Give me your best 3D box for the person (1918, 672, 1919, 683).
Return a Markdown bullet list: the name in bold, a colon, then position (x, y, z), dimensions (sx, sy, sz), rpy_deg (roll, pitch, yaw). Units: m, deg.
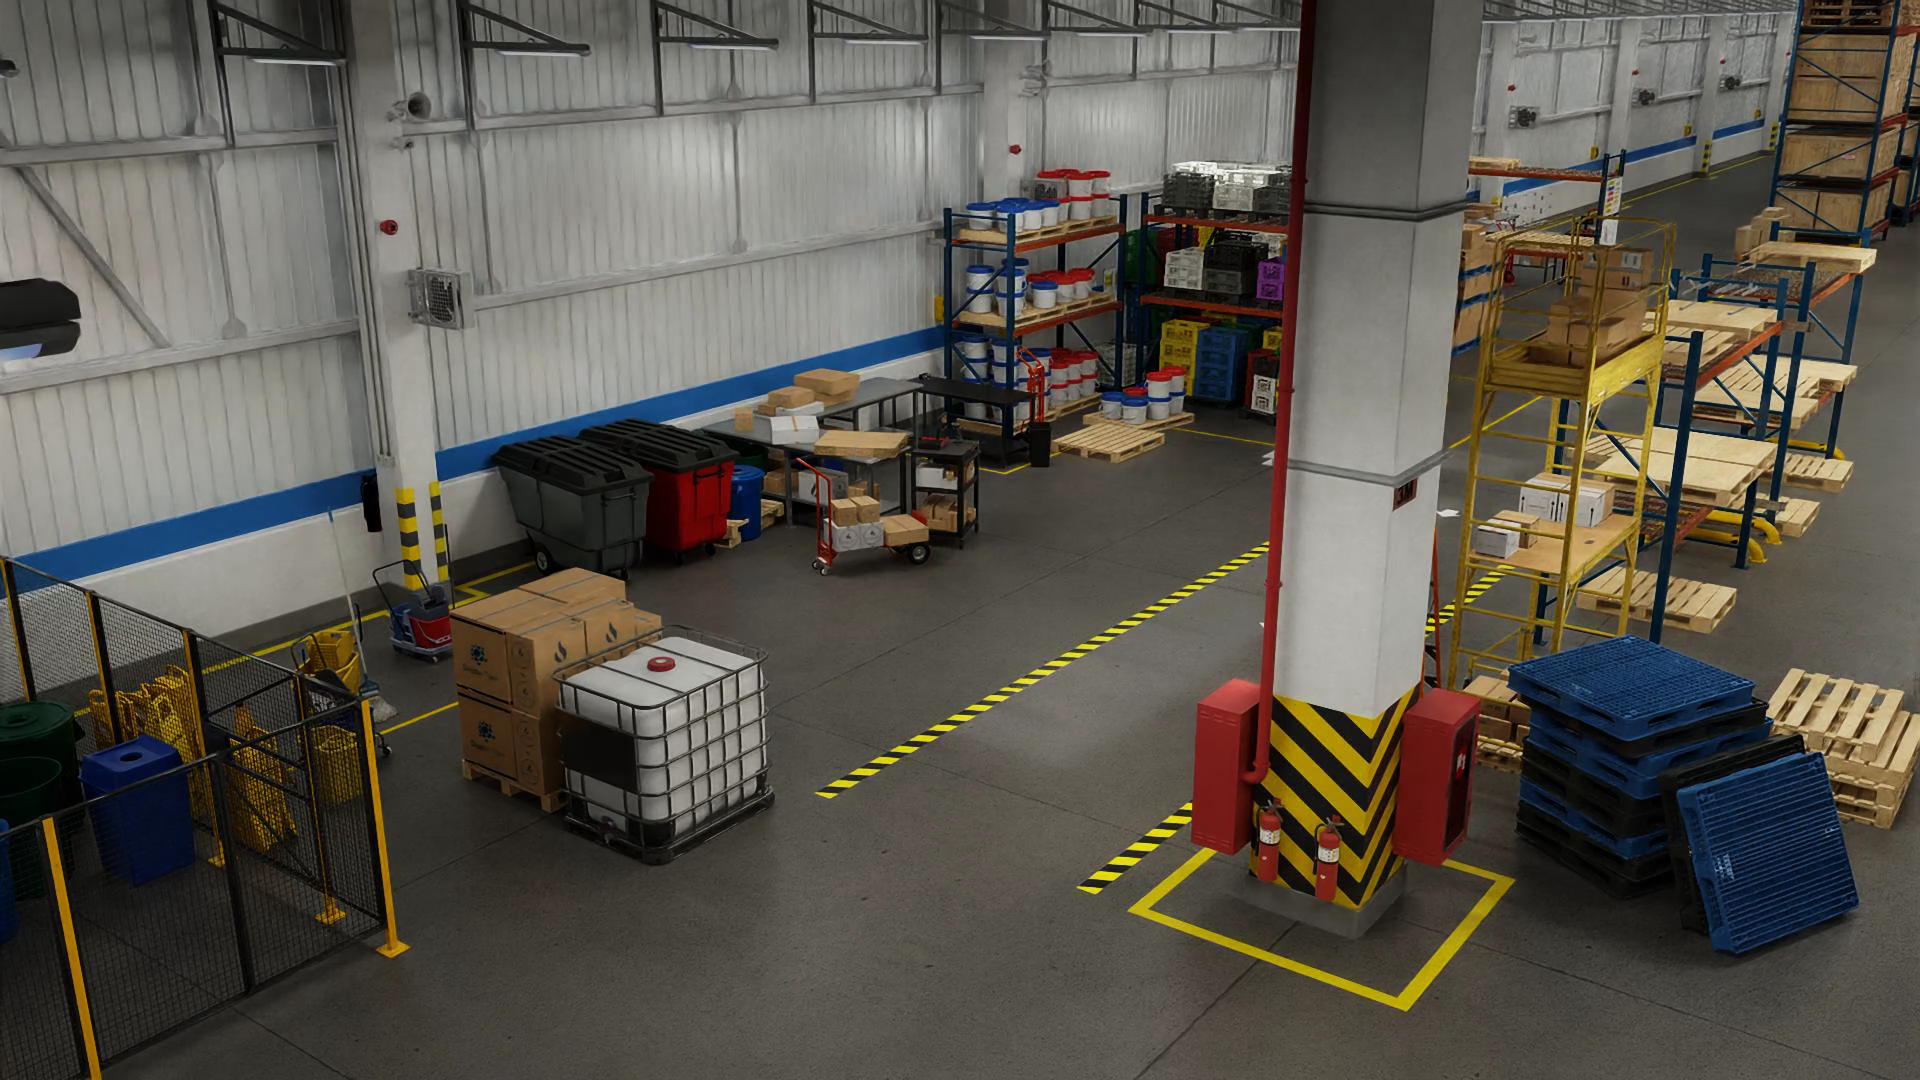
- **person**: position (8.171, 0.614, 13.290), dimensions (0.633, 1.910, 0.852), rpy_deg (-10, 21, -28)
